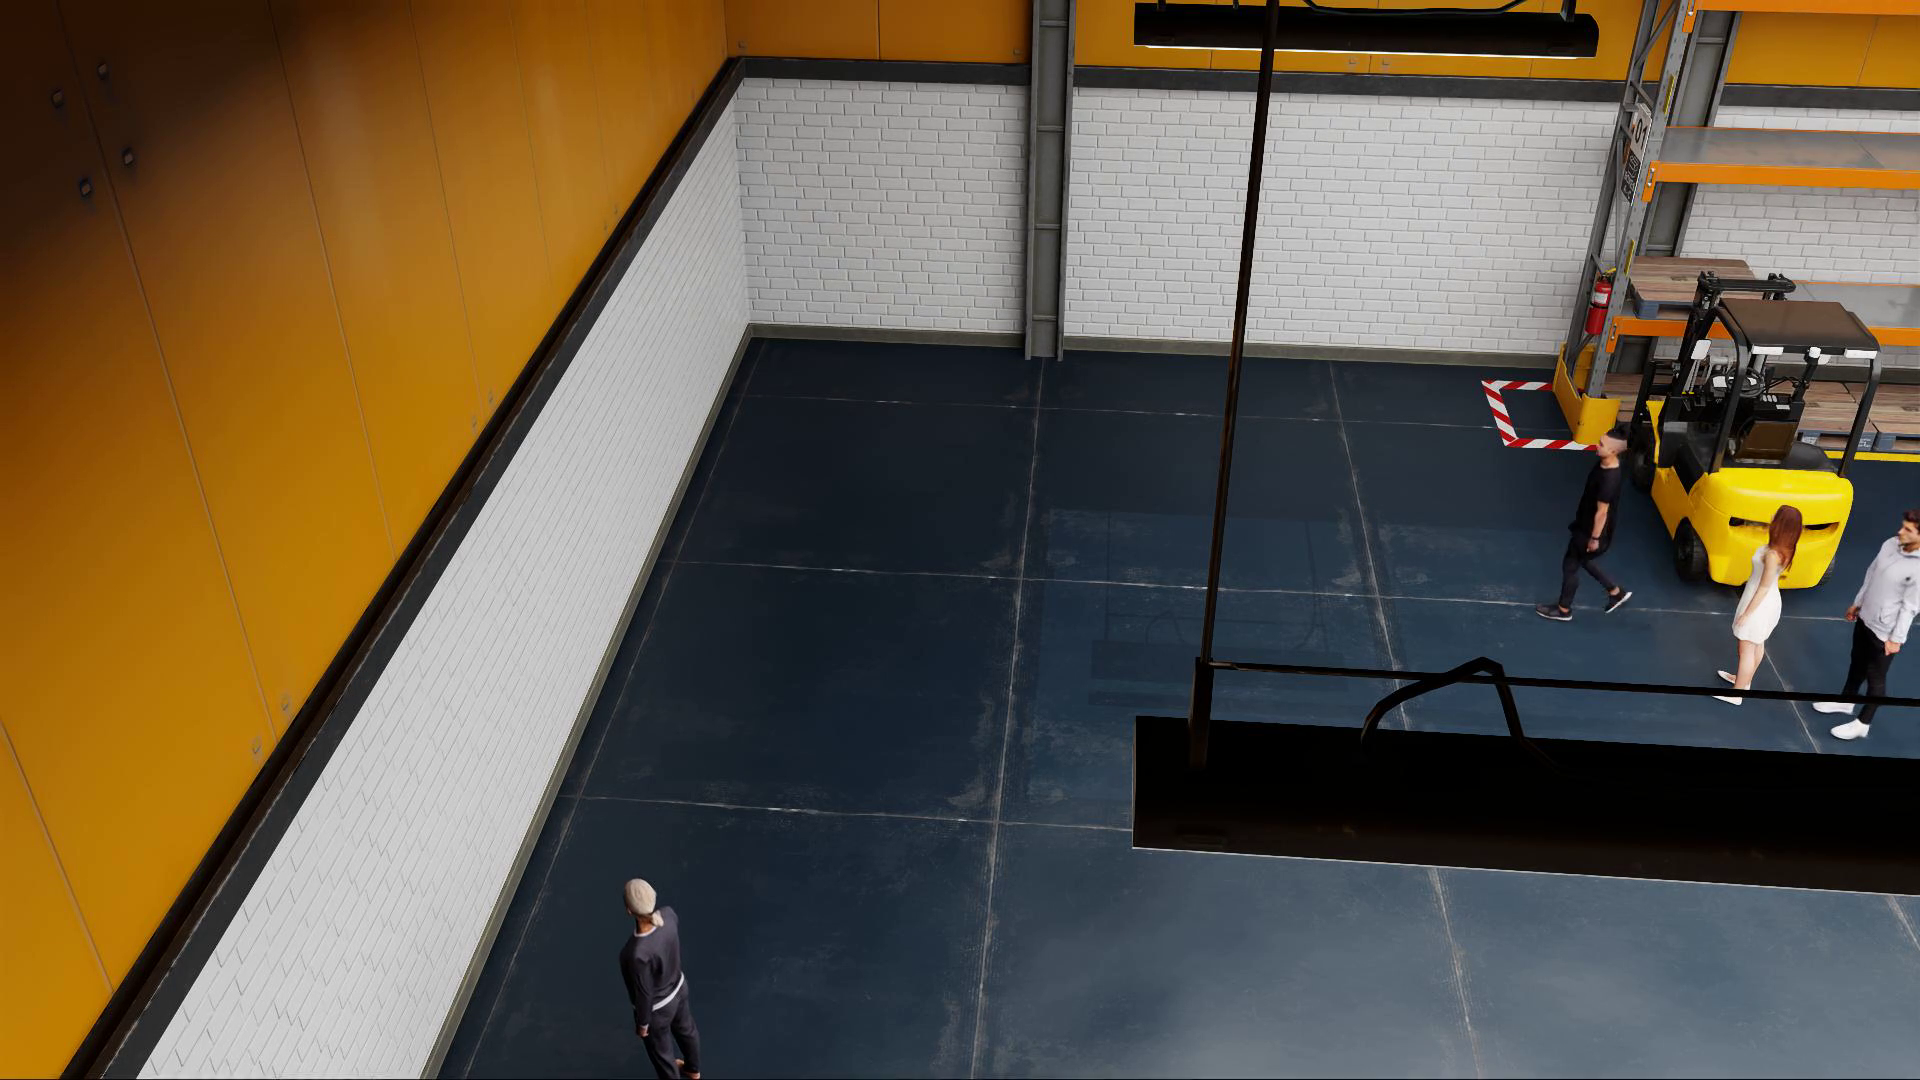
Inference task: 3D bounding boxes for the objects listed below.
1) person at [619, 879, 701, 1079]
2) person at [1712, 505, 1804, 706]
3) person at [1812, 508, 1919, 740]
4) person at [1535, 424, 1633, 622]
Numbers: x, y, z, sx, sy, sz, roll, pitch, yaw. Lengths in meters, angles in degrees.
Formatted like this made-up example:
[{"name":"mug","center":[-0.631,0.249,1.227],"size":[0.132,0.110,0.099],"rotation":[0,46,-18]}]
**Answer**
[{"name":"person","center":[-1.672,2.533,9.300],"size":[0.614,1.726,0.660],"rotation":[12,35,17]},{"name":"person","center":[5.978,0.473,12.413],"size":[0.686,1.711,0.648],"rotation":[25,41,33]},{"name":"person","center":[6.717,0.580,12.057],"size":[0.661,1.928,0.720],"rotation":[-2,34,-3]},{"name":"person","center":[5.098,-0.111,13.168],"size":[1.019,1.849,0.844],"rotation":[12,35,18]}]
